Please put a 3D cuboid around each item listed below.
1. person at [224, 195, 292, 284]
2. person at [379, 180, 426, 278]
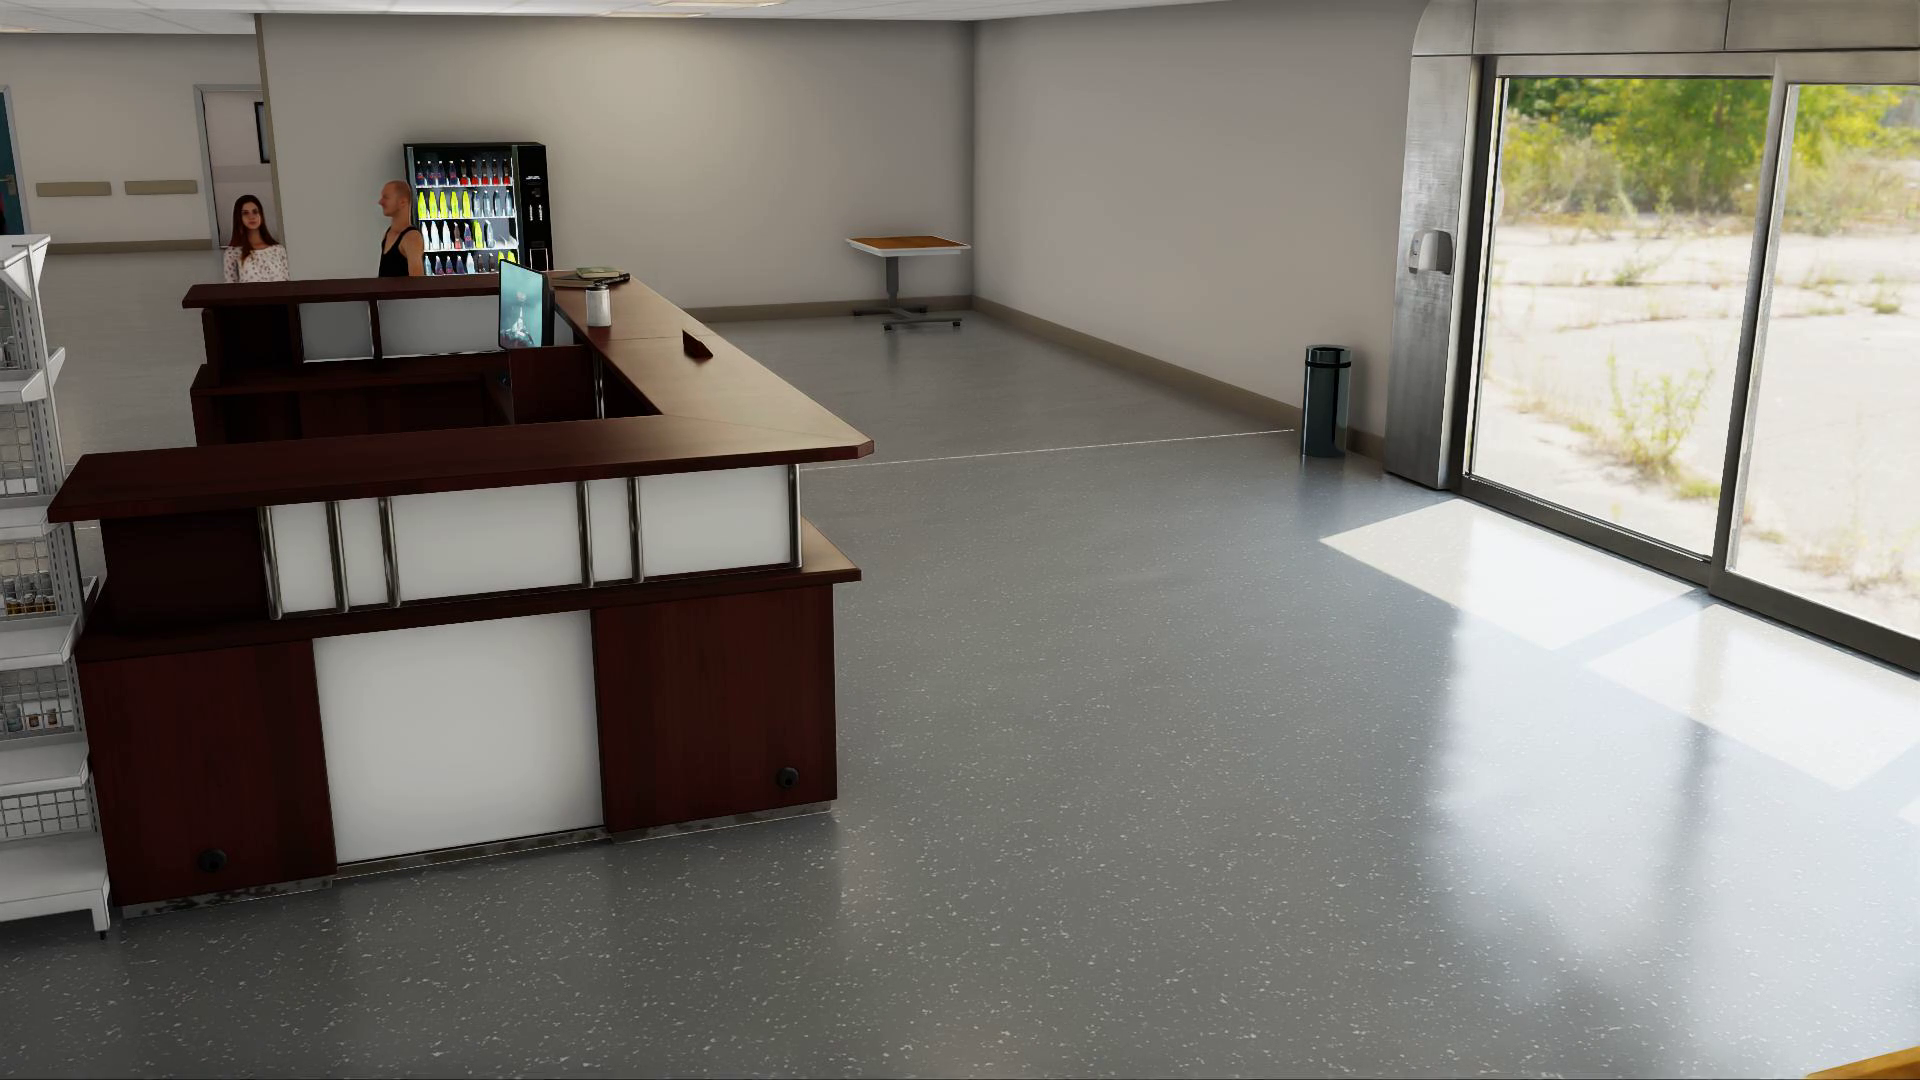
[{"bbox_3d":[-4.535,-1.371,10.830,0.534,1.728,0.697,-12,20,-36],"label":"person"},{"bbox_3d":[-3.603,-1.427,10.865,0.644,1.816,0.701,-13,20,-39],"label":"person"}]
